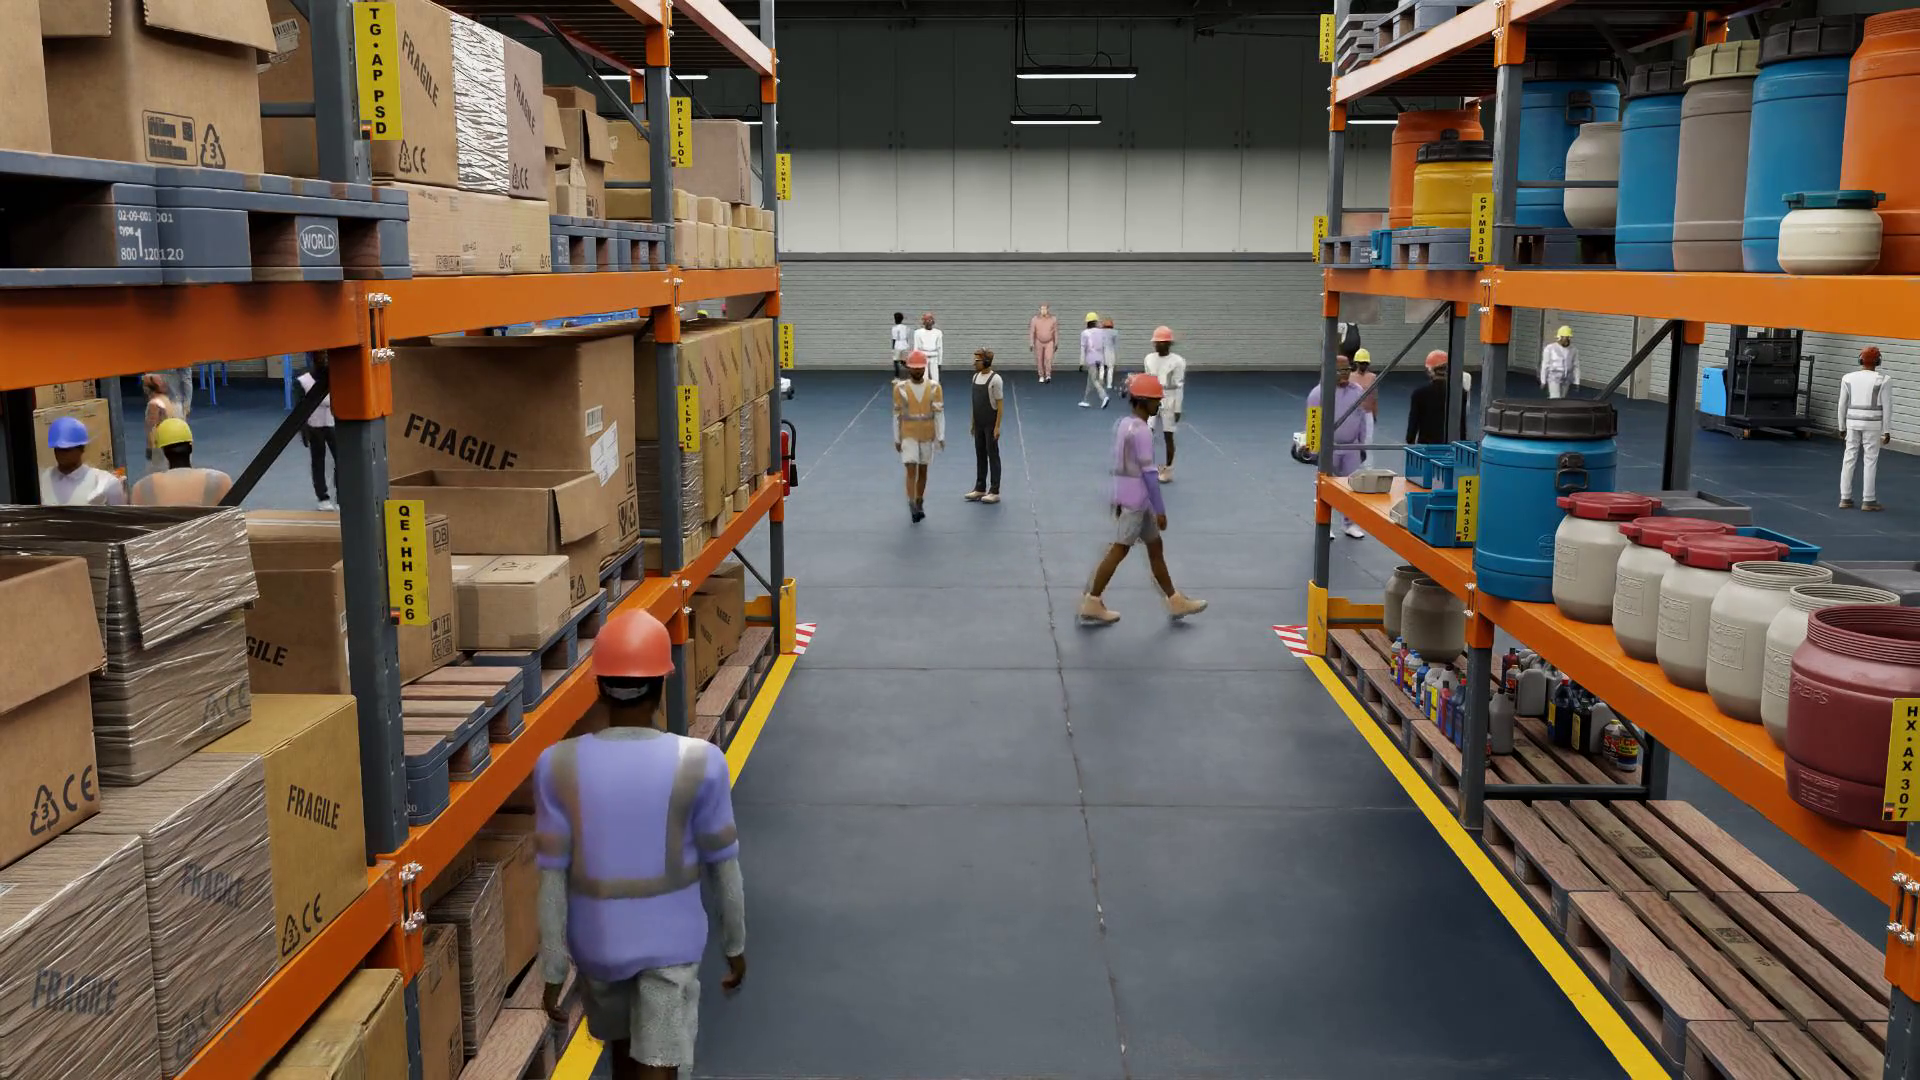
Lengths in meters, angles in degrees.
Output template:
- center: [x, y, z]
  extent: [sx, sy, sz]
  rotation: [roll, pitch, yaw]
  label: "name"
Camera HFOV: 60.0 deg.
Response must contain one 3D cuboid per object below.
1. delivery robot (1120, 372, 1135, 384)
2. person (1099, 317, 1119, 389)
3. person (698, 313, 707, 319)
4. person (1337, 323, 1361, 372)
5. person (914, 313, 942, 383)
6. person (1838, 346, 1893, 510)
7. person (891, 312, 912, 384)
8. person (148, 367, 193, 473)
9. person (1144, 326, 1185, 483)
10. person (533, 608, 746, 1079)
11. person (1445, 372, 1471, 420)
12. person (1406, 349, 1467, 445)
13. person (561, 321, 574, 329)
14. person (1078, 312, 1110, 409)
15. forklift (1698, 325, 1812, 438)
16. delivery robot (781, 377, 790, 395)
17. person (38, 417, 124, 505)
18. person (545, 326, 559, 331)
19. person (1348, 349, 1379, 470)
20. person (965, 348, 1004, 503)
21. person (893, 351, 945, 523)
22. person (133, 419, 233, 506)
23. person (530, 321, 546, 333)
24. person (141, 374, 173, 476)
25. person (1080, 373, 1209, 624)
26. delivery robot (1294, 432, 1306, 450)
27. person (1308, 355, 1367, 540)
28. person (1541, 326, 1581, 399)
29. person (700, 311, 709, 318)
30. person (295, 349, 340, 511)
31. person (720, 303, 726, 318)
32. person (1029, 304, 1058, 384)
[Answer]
- center: [3.587, -3.409, 34.975]
  extent: [0.335, 0.223, 0.698]
  rotation: [4, 10, 22]
  label: "delivery robot"
- center: [3.341, -4.230, 37.641]
  extent: [0.504, 1.622, 0.457]
  rotation: [3, 10, 15]
  label: "person"
- center: [-5.934, -4.440, 38.747]
  extent: [0.688, 1.663, 0.548]
  rotation: [6, 11, 31]
  label: "person"
- center: [8.404, -4.215, 36.422]
  extent: [0.686, 2.000, 0.813]
  rotation: [-9, 13, -42]
  label: "person"
- center: [-0.616, -3.469, 32.330]
  extent: [0.583, 1.868, 0.406]
  rotation: [-2, 10, -12]
  label: "person"
- center: [10.503, -1.301, 19.307]
  extent: [0.344, 1.882, 0.584]
  rotation: [-8, 12, -38]
  label: "person"
- center: [-1.379, -4.504, 39.059]
  extent: [0.494, 1.683, 0.547]
  rotation: [8, 13, 41]
  label: "person"
- center: [-10.578, -1.822, 22.266]
  extent: [0.635, 1.936, 0.354]
  rotation: [2, 10, 11]
  label: "person"
- center: [2.552, -1.729, 21.436]
  extent: [0.636, 2.024, 0.686]
  rotation: [7, 12, 37]
  label: "person"
- center: [-0.904, 1.135, 4.725]
  extent: [0.564, 1.889, 1.008]
  rotation: [0, 9, -2]
  label: "person"
- center: [6.940, -1.856, 23.510]
  extent: [0.520, 1.583, 0.874]
  rotation: [4, 10, 20]
  label: "person"
- center: [4.882, -0.955, 16.978]
  extent: [0.628, 1.972, 0.785]
  rotation: [-1, 10, -8]
  label: "person"
- center: [-6.958, -2.990, 29.620]
  extent: [0.975, 1.828, 0.513]
  rotation: [2, 10, 12]
  label: "person"
- center: [2.663, -3.532, 32.654]
  extent: [0.588, 1.894, 0.927]
  rotation: [-7, 12, -37]
  label: "person"
- center: [13.248, -3.165, 27.620]
  extent: [1.129, 2.768, 1.873]
  rotation: [0, 9, 1]
  label: "forklift"
- center: [-3.824, -3.239, 34.734]
  extent: [0.477, 0.478, 0.707]
  rotation: [3, 10, 18]
  label: "delivery robot"
- center: [-5.588, 0.156, 10.571]
  extent: [0.599, 1.911, 1.000]
  rotation: [0, 9, -1]
  label: "person"
- center: [-9.556, -4.627, 39.192]
  extent: [0.980, 1.898, 0.614]
  rotation: [0, 9, -2]
  label: "person"
- center: [5.278, -1.679, 22.062]
  extent: [0.539, 1.722, 0.913]
  rotation: [-1, 10, -4]
  label: "person"
- center: [0.307, -1.374, 19.870]
  extent: [0.351, 1.842, 0.507]
  rotation: [-7, 12, -37]
  label: "person"
- center: [-0.447, -1.138, 18.326]
  extent: [0.553, 1.877, 1.011]
  rotation: [-2, 10, -11]
  label: "person"
- center: [-4.877, 0.163, 10.588]
  extent: [0.596, 1.861, 1.038]
  rotation: [-2, 10, -10]
  label: "person"
- center: [-7.811, -3.168, 30.542]
  extent: [0.904, 1.867, 0.662]
  rotation: [5, 11, 27]
  label: "person"
- center: [-8.951, -1.036, 18.491]
  extent: [0.577, 1.617, 0.541]
  rotation: [-2, 10, -13]
  label: "person"
- center: [1.443, -0.319, 13.130]
  extent: [1.067, 1.984, 0.635]
  rotation: [-1, 9, -4]
  label: "person"
- center: [5.177, -1.433, 23.915]
  extent: [0.707, 0.478, 0.477]
  rotation: [0, 10, -2]
  label: "delivery robot"
- center: [3.926, -0.965, 17.253]
  extent: [0.660, 1.900, 0.408]
  rotation: [-3, 10, -17]
  label: "person"
- center: [10.006, -2.639, 27.582]
  extent: [0.617, 1.788, 0.876]
  rotation: [-2, 10, -9]
  label: "person"
- center: [-6.007, -4.530, 39.158]
  extent: [0.529, 1.708, 0.891]
  rotation: [2, 10, 13]
  label: "person"
- center: [-7.223, -1.252, 18.979]
  extent: [0.611, 1.885, 0.808]
  rotation: [-8, 13, -41]
  label: "person"
- center: [-5.523, -4.694, 39.577]
  extent: [0.553, 1.901, 0.847]
  rotation: [-7, 12, -37]
  label: "person"
- center: [1.973, -4.632, 39.334]
  extent: [0.677, 1.851, 0.993]
  rotation: [1, 9, 3]
  label: "person"
